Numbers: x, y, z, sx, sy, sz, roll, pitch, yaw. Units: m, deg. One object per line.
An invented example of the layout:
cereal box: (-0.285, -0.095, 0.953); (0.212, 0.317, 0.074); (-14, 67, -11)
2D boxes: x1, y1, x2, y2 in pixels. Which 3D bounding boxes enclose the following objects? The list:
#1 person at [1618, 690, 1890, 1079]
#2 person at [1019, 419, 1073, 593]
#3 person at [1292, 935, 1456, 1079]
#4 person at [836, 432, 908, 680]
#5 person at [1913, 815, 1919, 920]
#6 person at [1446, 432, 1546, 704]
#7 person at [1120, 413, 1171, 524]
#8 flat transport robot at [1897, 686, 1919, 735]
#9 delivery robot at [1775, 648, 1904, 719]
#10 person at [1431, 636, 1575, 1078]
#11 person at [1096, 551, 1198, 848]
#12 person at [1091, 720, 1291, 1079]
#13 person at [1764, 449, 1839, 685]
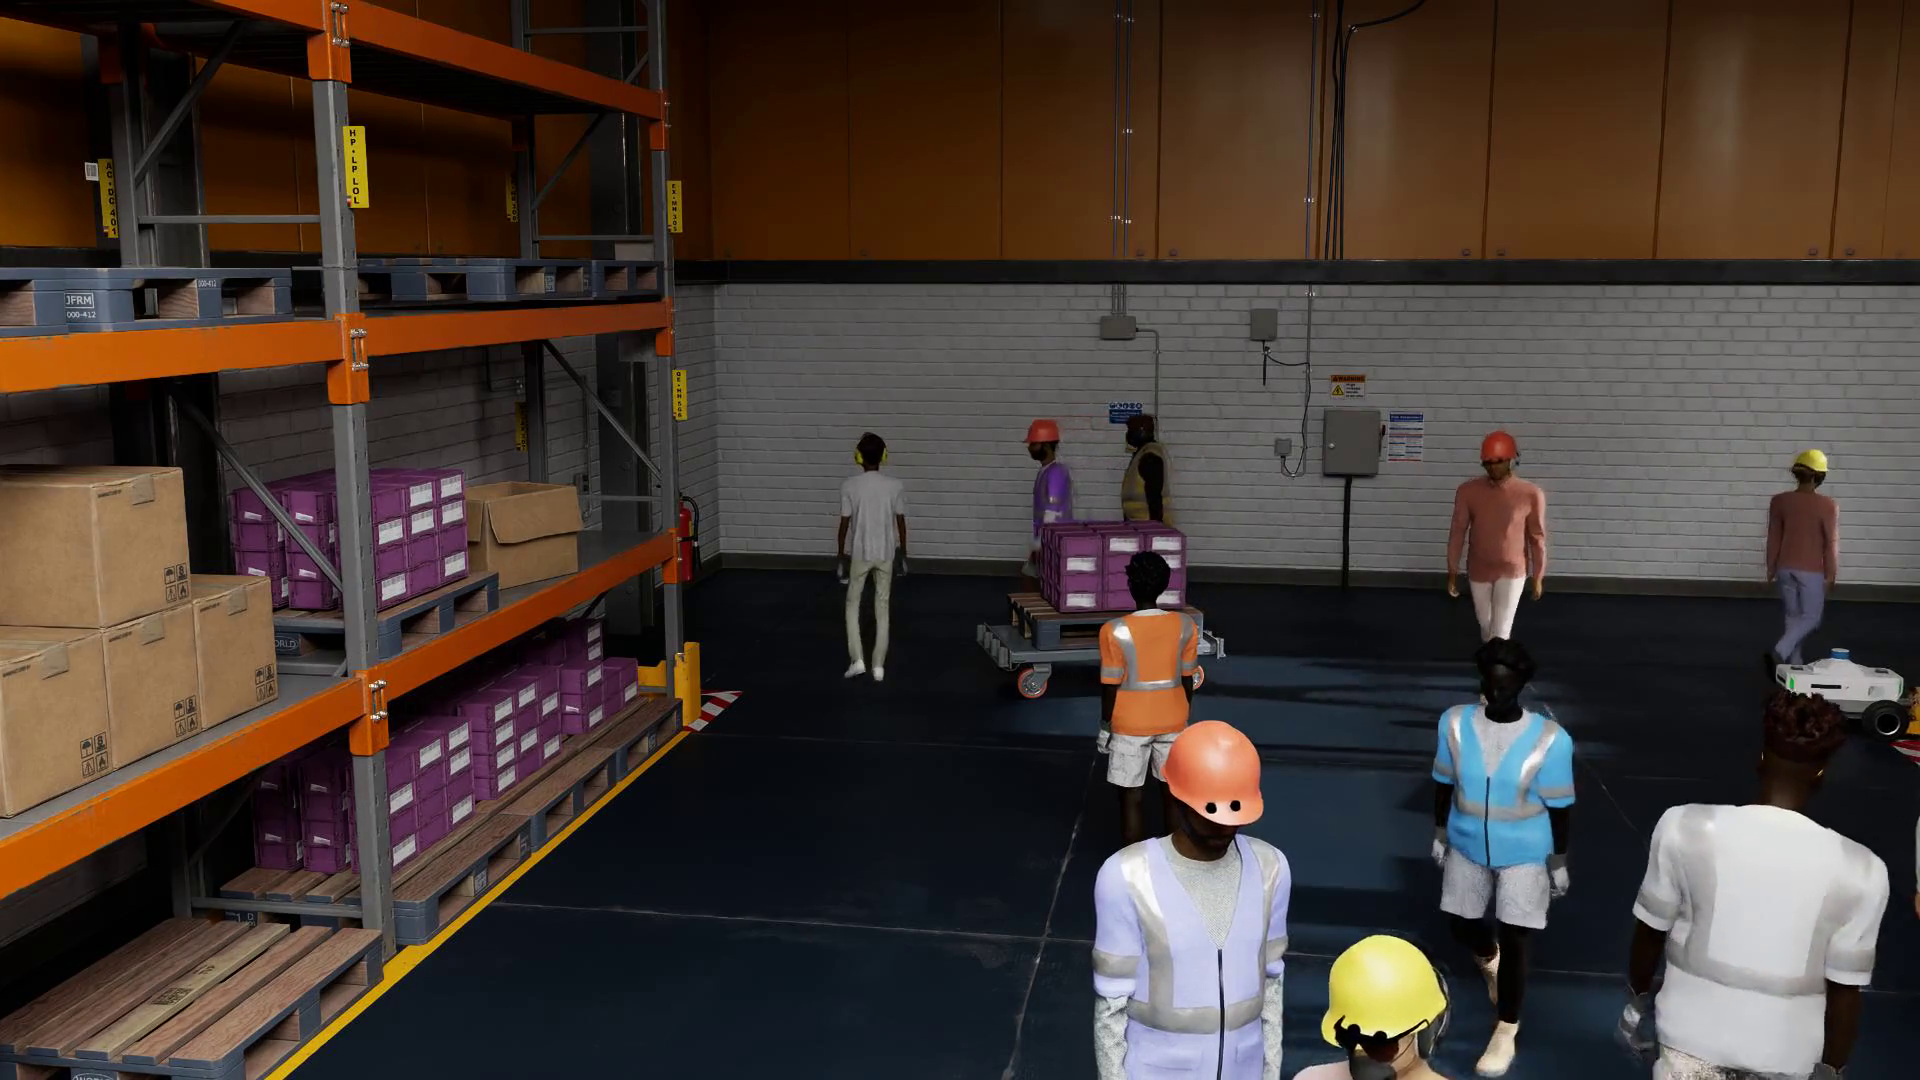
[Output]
person: (2.123, 1.363, 4.486); (0.622, 1.915, 0.968); (3, 10, 18)
person: (0.737, -0.014, 13.120); (1.039, 1.883, 0.544); (-2, 9, -13)
person: (0.870, 1.629, 3.339); (0.539, 1.744, 0.385); (7, 11, 36)
person: (-0.645, 0.128, 12.255); (0.549, 1.862, 0.421); (-2, 9, -10)
person: (3.531, 1.215, 5.507); (0.621, 1.872, 1.099); (3, 10, 20)
person: (3.704, 0.213, 11.520); (0.613, 1.938, 1.074); (6, 11, 33)
person: (1.485, -0.176, 14.269); (0.796, 1.813, 0.655); (1, 9, 4)
flat transport robot: (6.824, 1.158, 10.797); (1.431, 0.197, 0.652); (5, 10, 28)
delivery robot: (5.749, 0.954, 10.894); (0.707, 0.478, 0.477); (2, 9, 10)
person: (2.101, 1.165, 6.405); (0.548, 1.683, 0.553); (7, 11, 35)
person: (0.900, 0.896, 8.026); (0.535, 1.697, 0.322); (-3, 10, -20)
person: (0.607, 1.392, 4.255); (0.542, 1.929, 0.368); (-3, 10, -19)
person: (6.072, 0.213, 12.096); (0.667, 1.744, 0.533); (-5, 11, -30)
